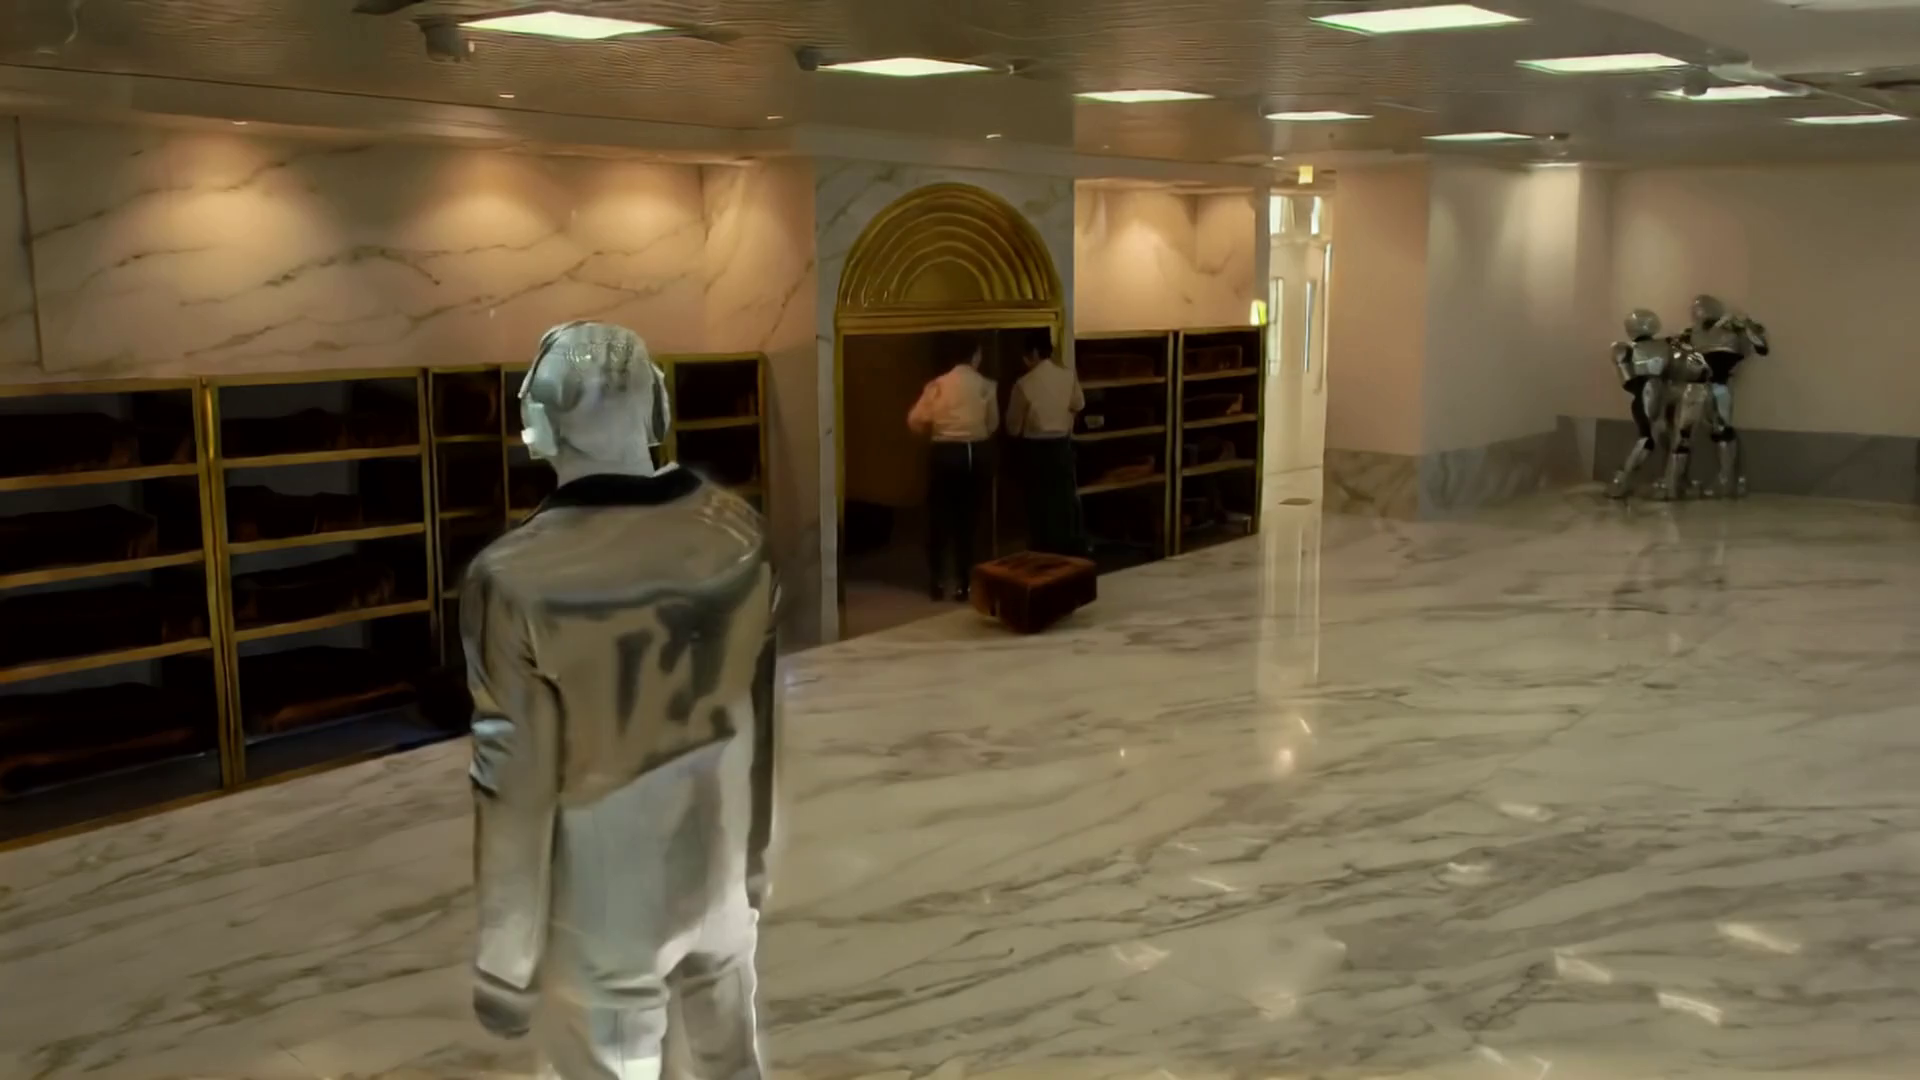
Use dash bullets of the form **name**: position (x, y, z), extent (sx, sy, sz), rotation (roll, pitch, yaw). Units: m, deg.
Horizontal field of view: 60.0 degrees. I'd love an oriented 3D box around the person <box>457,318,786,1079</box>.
- **person**: position (-0.577, 0.587, 2.805), extent (0.399, 1.905, 0.642), rotation (7, 12, 35)
